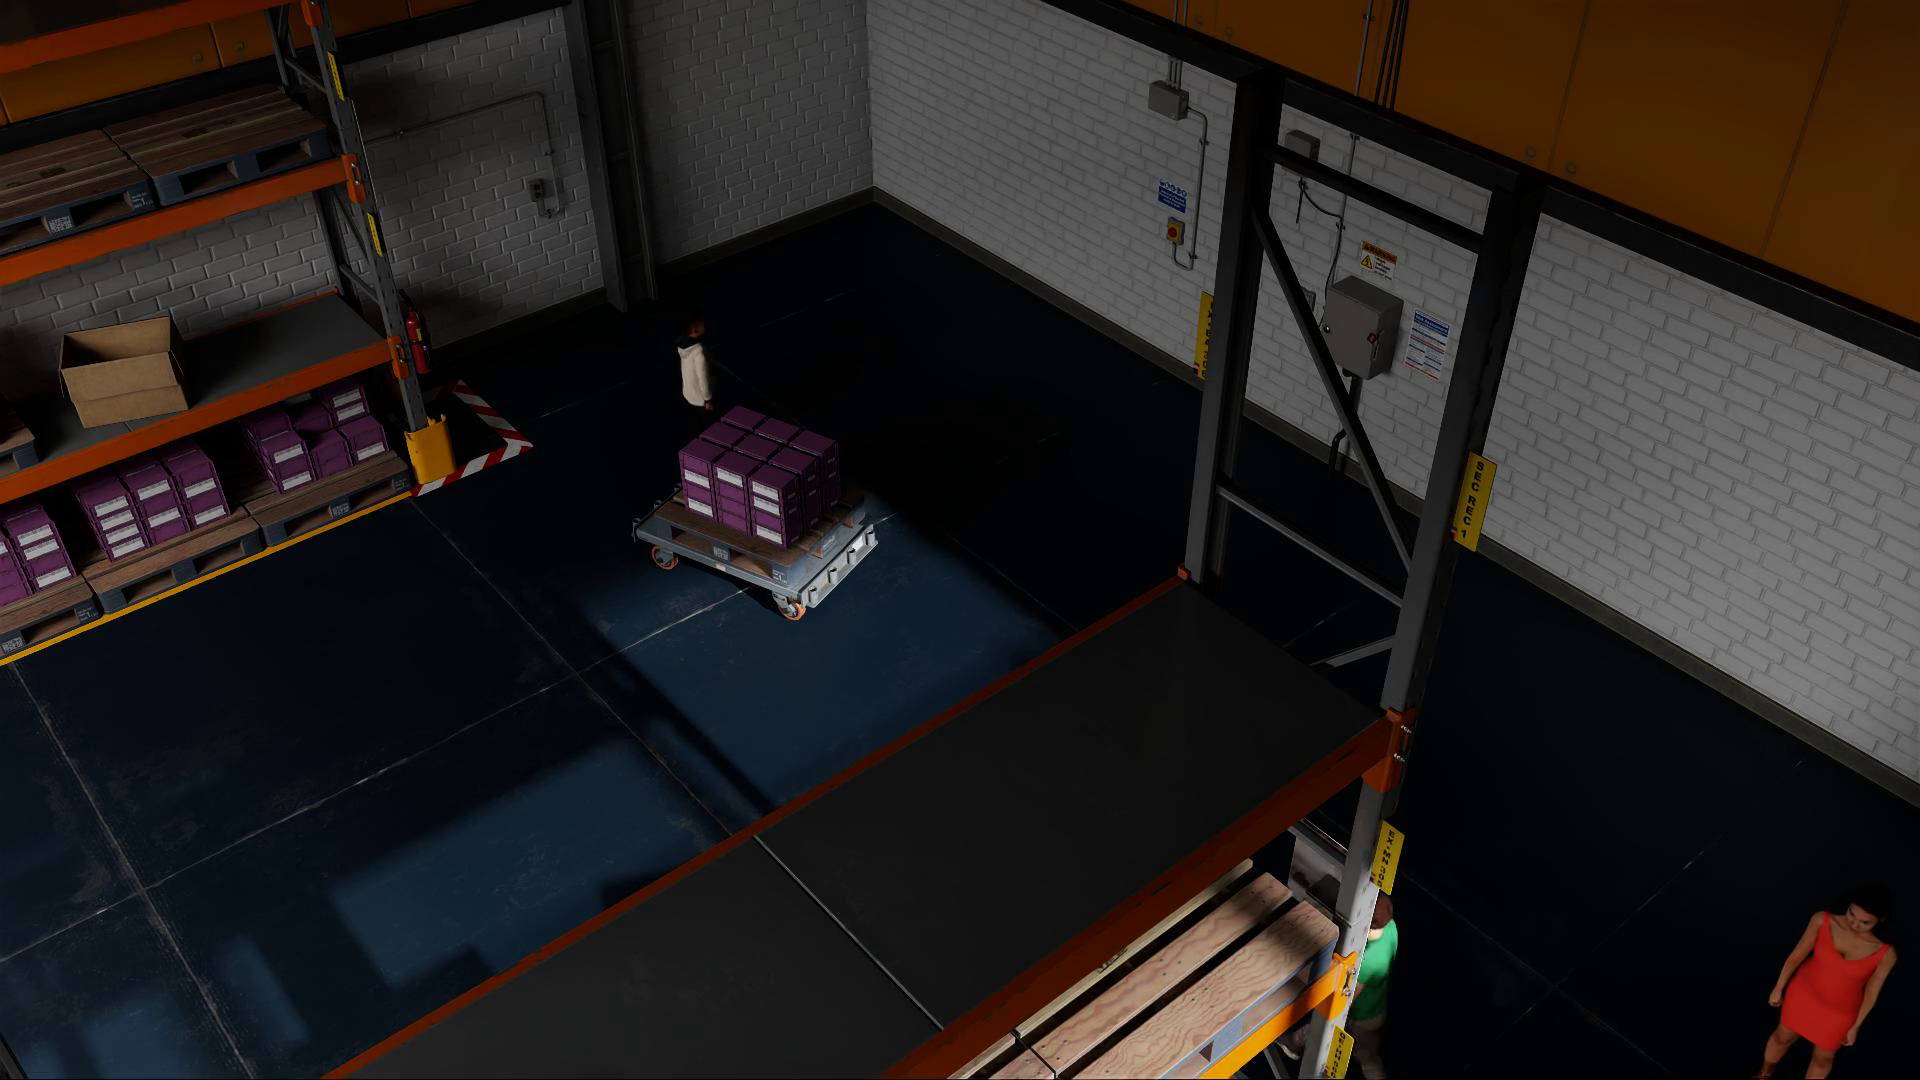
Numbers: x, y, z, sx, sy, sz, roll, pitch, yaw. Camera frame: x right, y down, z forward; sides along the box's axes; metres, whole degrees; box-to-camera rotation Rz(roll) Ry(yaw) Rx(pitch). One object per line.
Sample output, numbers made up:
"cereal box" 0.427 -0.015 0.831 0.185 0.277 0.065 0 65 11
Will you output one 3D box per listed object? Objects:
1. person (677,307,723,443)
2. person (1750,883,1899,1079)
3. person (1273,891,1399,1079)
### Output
"person" -2.114 -1.161 13.118 0.620 1.451 0.648 -17 42 -20
"person" 4.425 2.348 8.511 0.622 1.716 0.569 28 46 30
"person" 2.147 2.403 8.518 0.946 1.622 1.066 18 42 21
